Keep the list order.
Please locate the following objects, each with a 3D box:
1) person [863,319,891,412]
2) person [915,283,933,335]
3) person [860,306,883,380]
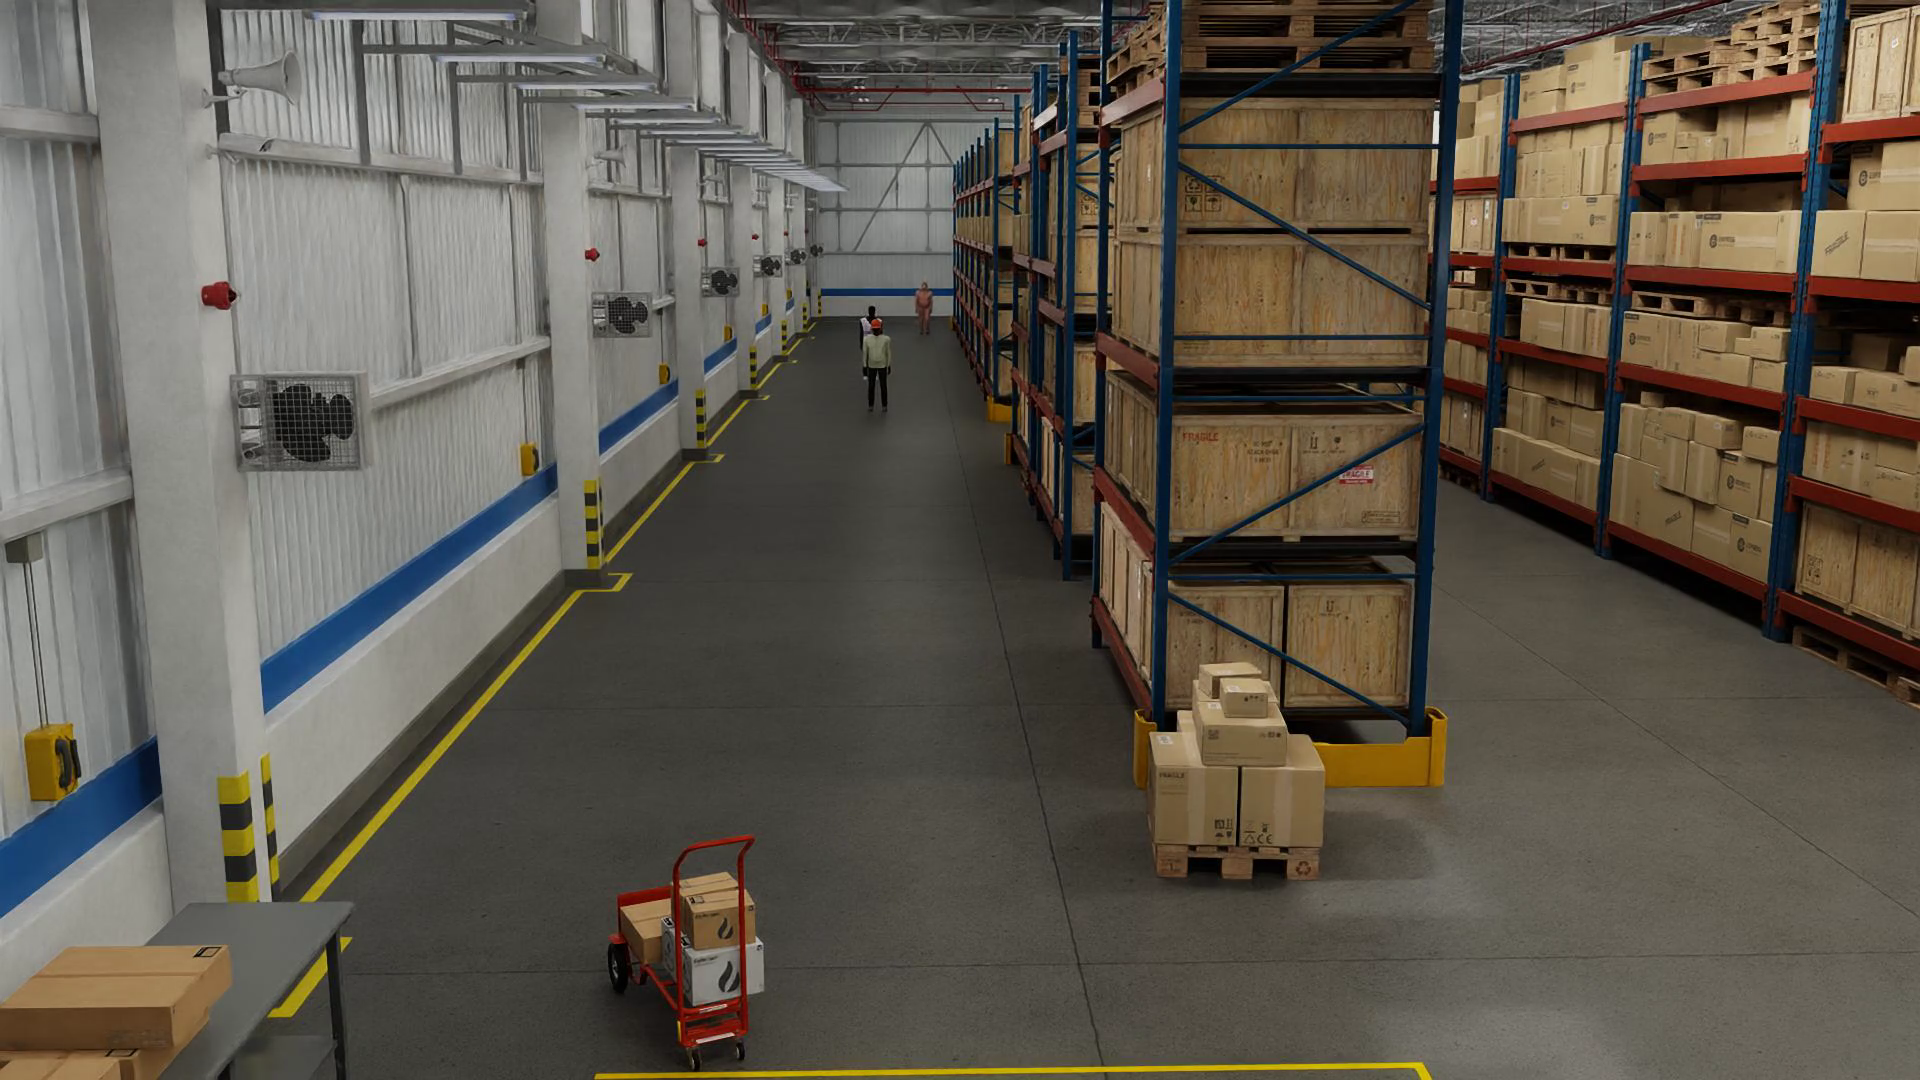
[{"bbox_3d":[-1.777,-3.736,35.627,0.613,1.988,0.404,0,11,-2],"label":"person"},{"bbox_3d":[-1.299,-8.293,59.677,0.643,1.871,0.972,-1,11,-3],"label":"person"},{"bbox_3d":[-2.276,-5.046,42.657,0.597,1.906,0.414,-2,11,-10],"label":"person"}]
